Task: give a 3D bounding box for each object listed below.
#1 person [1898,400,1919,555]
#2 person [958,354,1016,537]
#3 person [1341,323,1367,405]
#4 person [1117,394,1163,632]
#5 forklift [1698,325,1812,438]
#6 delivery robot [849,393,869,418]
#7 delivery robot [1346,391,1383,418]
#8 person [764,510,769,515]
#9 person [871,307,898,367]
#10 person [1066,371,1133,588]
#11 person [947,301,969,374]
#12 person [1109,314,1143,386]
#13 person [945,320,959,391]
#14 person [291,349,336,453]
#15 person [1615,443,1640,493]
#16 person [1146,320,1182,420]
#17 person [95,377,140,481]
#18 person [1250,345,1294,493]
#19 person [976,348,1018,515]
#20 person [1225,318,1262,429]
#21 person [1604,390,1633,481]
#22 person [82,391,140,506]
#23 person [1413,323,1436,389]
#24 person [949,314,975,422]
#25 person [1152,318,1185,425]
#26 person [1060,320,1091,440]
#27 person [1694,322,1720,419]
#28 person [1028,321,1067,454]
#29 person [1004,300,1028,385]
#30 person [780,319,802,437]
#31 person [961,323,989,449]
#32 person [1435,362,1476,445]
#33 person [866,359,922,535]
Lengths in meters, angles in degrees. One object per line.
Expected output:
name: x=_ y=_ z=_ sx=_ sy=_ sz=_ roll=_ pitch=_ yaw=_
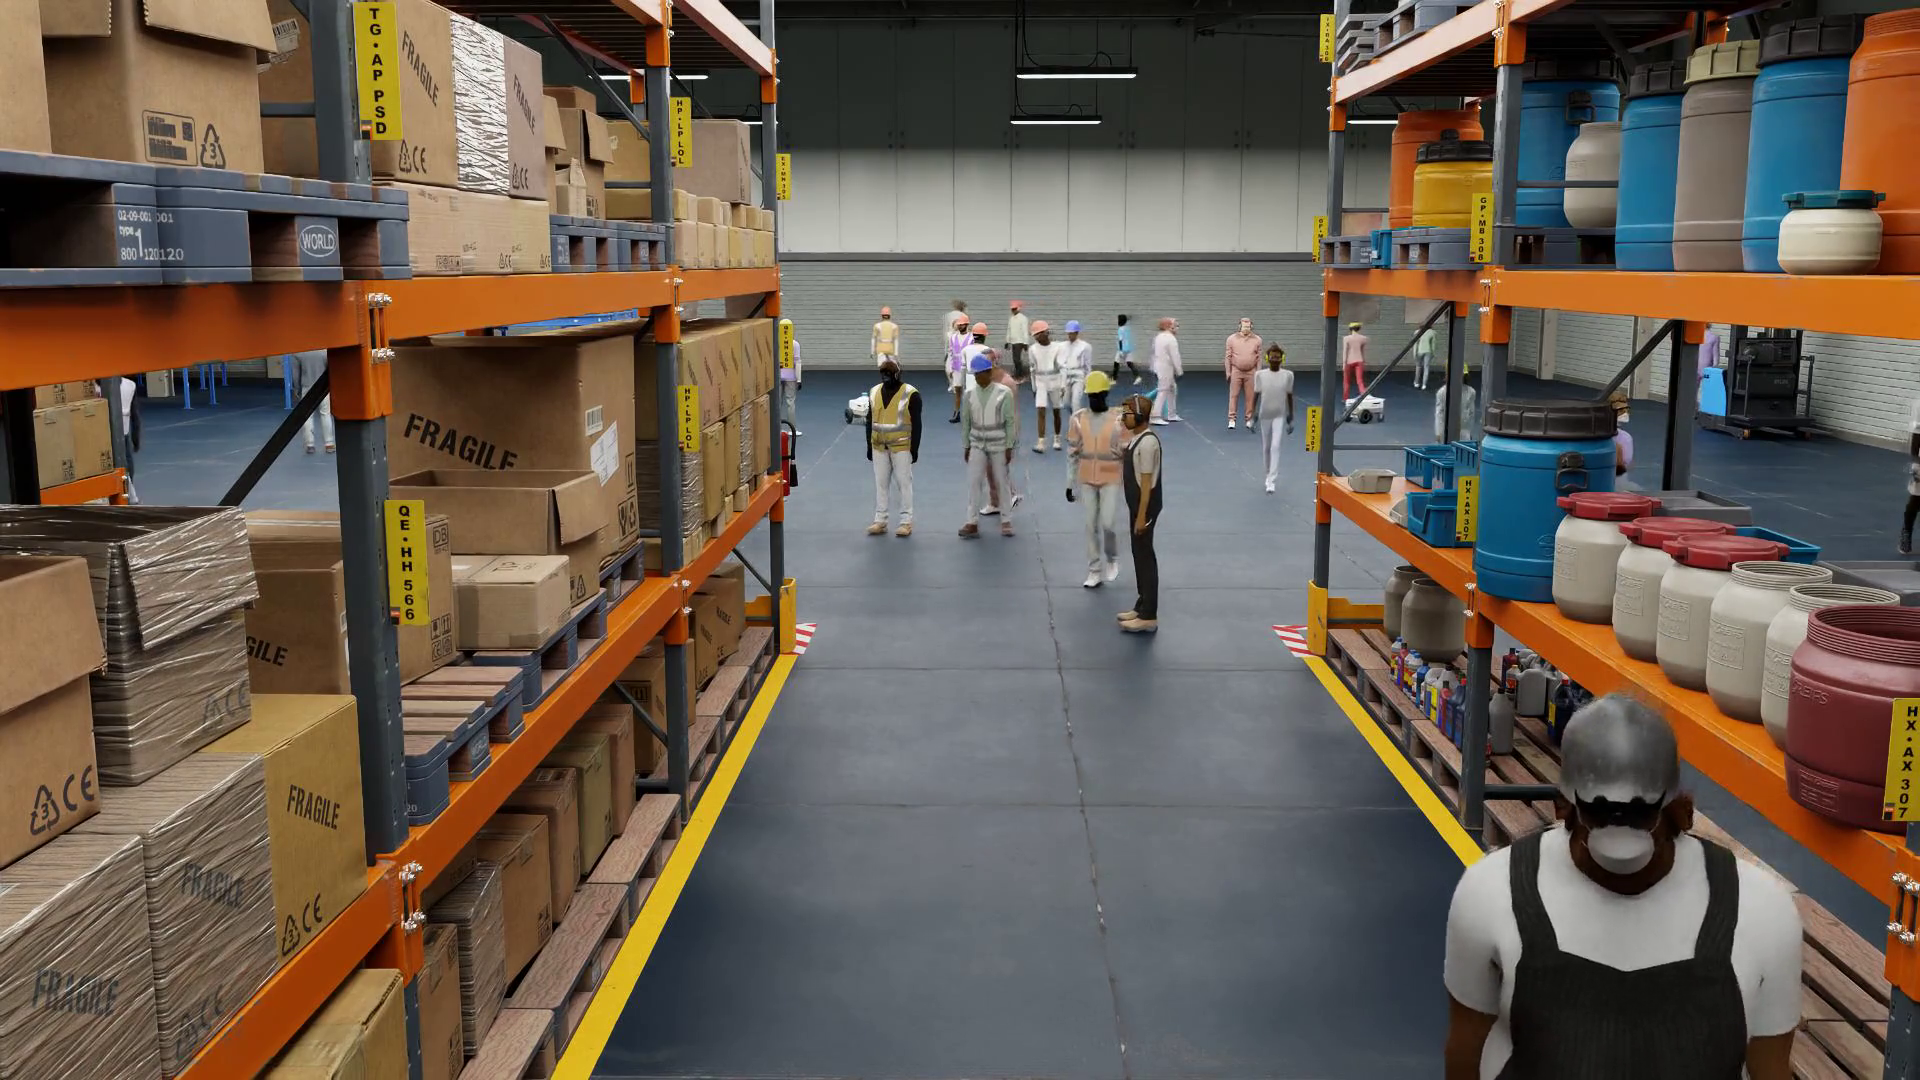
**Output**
person: x=9.394 y=-0.758 z=15.984 sx=0.635 sy=1.913 sz=0.965 roll=2 pitch=10 yaw=12
person: x=0.300 y=-0.978 z=17.354 sx=0.619 sy=1.909 sz=0.662 roll=4 pitch=10 yaw=23
person: x=7.907 y=-3.552 z=33.250 sx=0.532 sy=1.733 sz=0.866 roll=-2 pitch=10 yaw=-9
person: x=1.407 y=-0.219 z=12.969 sx=0.328 sy=1.840 sz=0.504 roll=0 pitch=9 yaw=-2
forklift: x=13.248 y=-3.165 z=27.620 sx=1.129 sy=2.768 sz=1.873 roll=0 pitch=9 yaw=1
delivery robot: x=-1.691 y=-2.371 z=29.535 sx=0.477 sy=0.478 sz=0.707 roll=-5 pitch=11 yaw=-27
delivery robot: x=7.277 y=-2.431 z=29.897 sx=0.707 sy=0.478 sz=0.477 roll=-7 pitch=12 yaw=-34
person: x=-2.328 y=-1.109 z=18.713 sx=0.317 sy=1.695 sz=0.540 roll=5 pitch=11 yaw=28
person: x=-1.608 y=-4.074 z=35.916 sx=0.560 sy=1.897 sz=0.984 roll=-3 pitch=10 yaw=-16
person: x=1.216 y=-0.531 z=14.603 sx=0.617 sy=1.909 sz=0.416 roll=4 pitch=10 yaw=24
person: x=-0.063 y=-4.922 z=40.987 sx=0.704 sy=1.901 sz=0.398 roll=8 pitch=12 yaw=39
person: x=3.855 y=-4.402 z=38.572 sx=0.855 sy=1.660 sz=0.541 roll=6 pitch=11 yaw=32
person: x=-0.065 y=-4.005 z=36.310 sx=0.542 sy=1.612 sz=0.465 roll=3 pitch=10 yaw=17
person: x=-9.697 y=-2.284 z=25.032 sx=0.635 sy=1.937 sz=0.355 roll=-2 pitch=10 yaw=-10
person: x=4.572 y=0.081 z=11.899 sx=0.508 sy=1.587 sz=0.830 roll=4 pitch=10 yaw=22
person: x=3.623 y=-3.091 z=30.241 sx=0.817 sy=1.813 sz=0.582 roll=2 pitch=10 yaw=12
person: x=-9.339 y=-1.140 z=18.287 sx=0.594 sy=1.903 sz=0.511 roll=-6 pitch=11 yaw=-34
person: x=3.940 y=-1.552 z=21.006 sx=0.532 sy=1.834 sz=0.948 roll=3 pitch=10 yaw=16
person: x=0.359 y=-1.218 z=18.793 sx=0.412 sy=1.892 sz=0.649 roll=-5 pitch=11 yaw=-28
person: x=4.893 y=-2.877 z=28.687 sx=0.642 sy=1.906 sz=0.410 roll=0 pitch=9 yaw=-1
person: x=4.712 y=-0.146 z=12.223 sx=0.628 sy=1.940 sz=0.378 roll=-7 pitch=12 yaw=-36
person: x=-7.078 y=-0.317 z=13.614 sx=1.035 sy=1.823 sz=0.609 roll=3 pitch=10 yaw=16
person: x=10.507 y=-4.225 z=37.682 sx=0.519 sy=1.584 sz=0.856 roll=1 pitch=10 yaw=6
person: x=0.050 y=-3.060 z=29.684 sx=0.546 sy=1.938 sz=0.361 roll=4 pitch=10 yaw=23
person: x=3.729 y=-2.962 z=29.280 sx=0.798 sy=1.875 sz=0.656 roll=-2 pitch=10 yaw=-11
person: x=1.884 y=-2.606 z=27.020 sx=0.617 sy=1.930 sz=0.675 roll=6 pitch=11 yaw=32
person: x=13.533 y=-3.148 z=30.333 sx=0.664 sy=1.897 sz=0.480 roll=9 pitch=13 yaw=42
person: x=1.324 y=-2.305 z=25.074 sx=0.632 sy=1.973 sz=1.022 roll=3 pitch=10 yaw=16
person: x=1.322 y=-4.633 z=39.005 sx=0.479 sy=1.977 sz=0.639 roll=-6 pitch=11 yaw=-30
person: x=-2.874 y=-2.673 z=27.398 sx=0.594 sy=1.924 sz=0.382 roll=4 pitch=10 yaw=20
person: x=0.286 y=-2.344 z=25.393 sx=0.549 sy=1.936 sz=0.376 roll=6 pitch=11 yaw=34
person: x=5.898 y=-1.300 z=19.855 sx=0.498 sy=1.695 sz=0.895 roll=0 pitch=9 yaw=-3
person: x=-0.716 y=-0.974 z=17.474 sx=0.634 sy=1.841 sz=0.429 roll=5 pitch=10 yaw=25
